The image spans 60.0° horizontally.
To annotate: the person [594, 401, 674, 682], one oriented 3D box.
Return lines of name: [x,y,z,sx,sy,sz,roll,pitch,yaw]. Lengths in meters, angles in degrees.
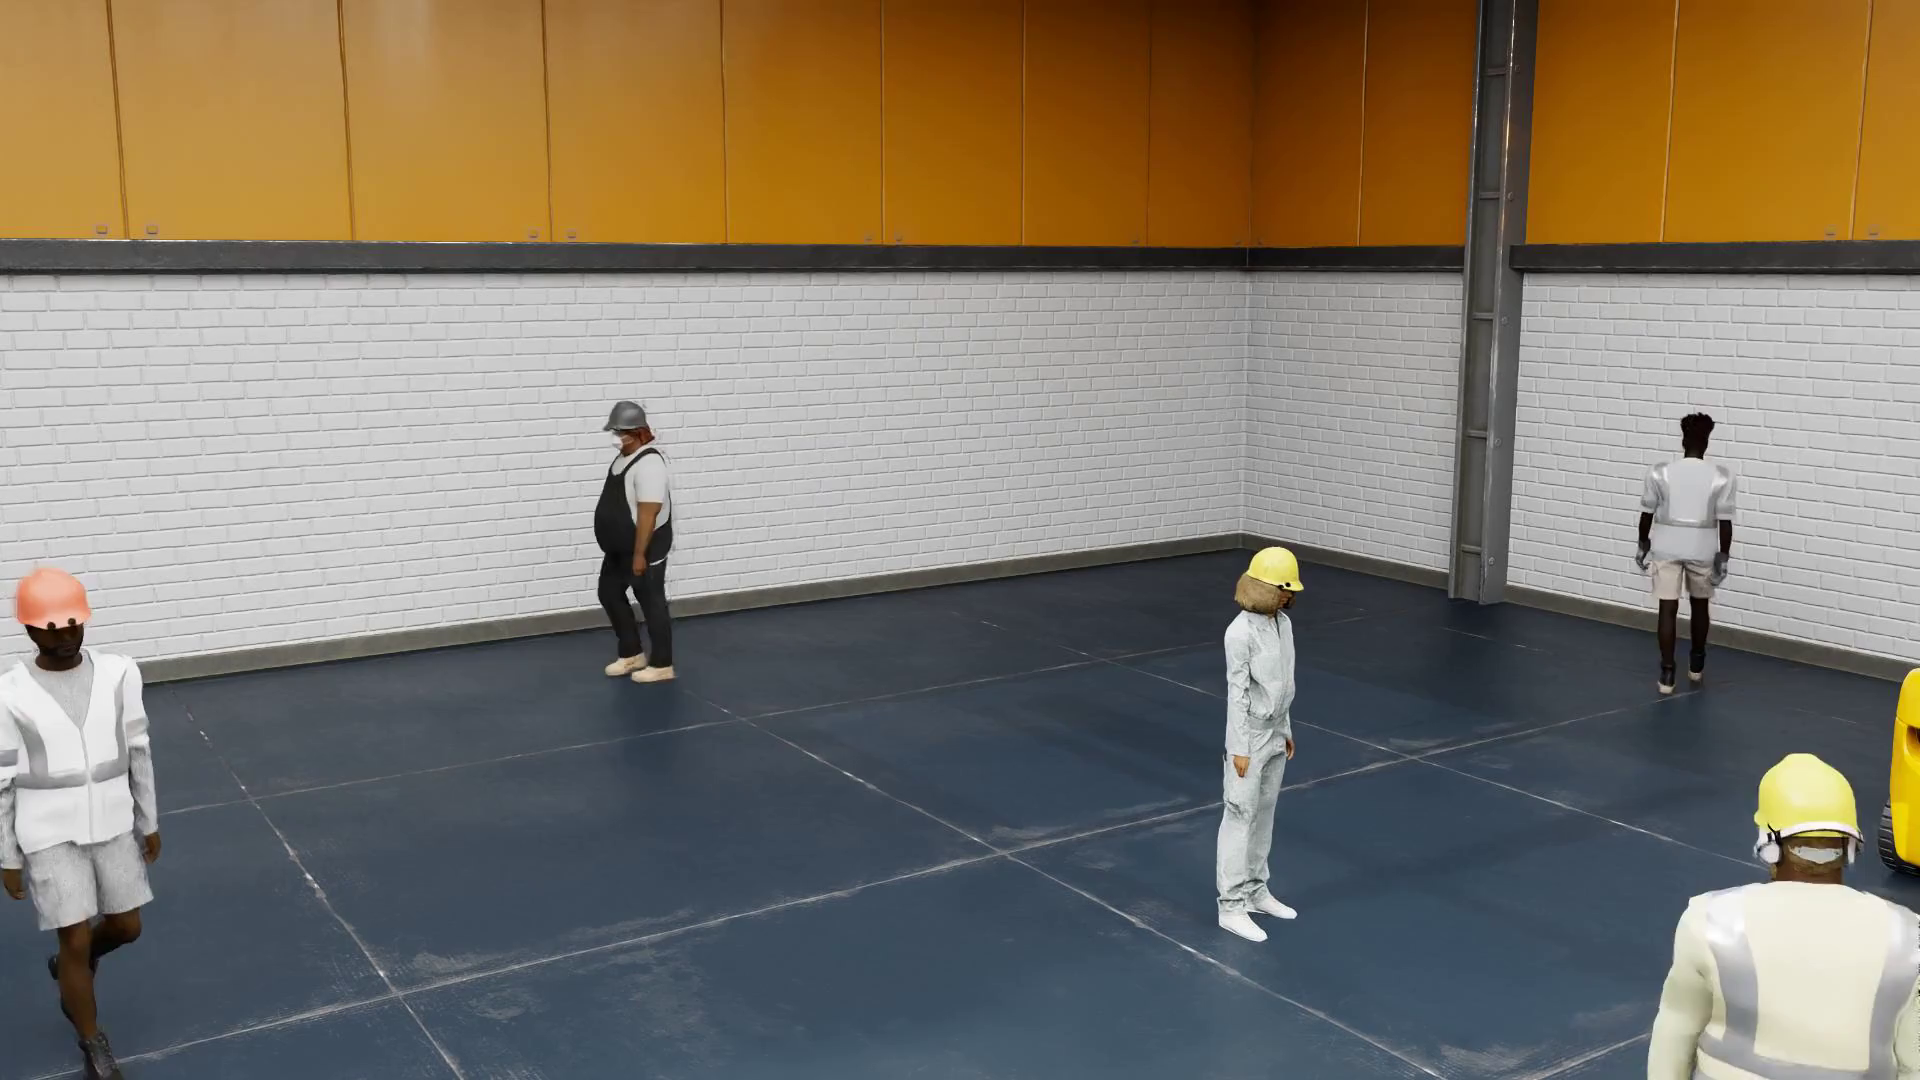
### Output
person: [-2.323,0.007,11.763,0.599,2.000,0.704,-5,11,-28]

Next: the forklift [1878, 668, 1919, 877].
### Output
forklift: [5.511,0.571,7.906,2.313,2.155,1.214,-6,11,-33]

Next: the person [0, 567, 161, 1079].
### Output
person: [-3.221,1.023,6.021,0.696,1.916,0.554,8,13,42]

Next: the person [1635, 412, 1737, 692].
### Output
person: [5.104,0.064,11.733,0.616,1.937,0.858,4,10,21]

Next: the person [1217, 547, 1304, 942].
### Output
person: [1.351,0.886,7.388,0.305,1.736,0.484,7,12,36]

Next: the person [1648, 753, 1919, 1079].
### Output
person: [2.011,1.405,4.071,0.610,1.804,0.766,3,10,16]
